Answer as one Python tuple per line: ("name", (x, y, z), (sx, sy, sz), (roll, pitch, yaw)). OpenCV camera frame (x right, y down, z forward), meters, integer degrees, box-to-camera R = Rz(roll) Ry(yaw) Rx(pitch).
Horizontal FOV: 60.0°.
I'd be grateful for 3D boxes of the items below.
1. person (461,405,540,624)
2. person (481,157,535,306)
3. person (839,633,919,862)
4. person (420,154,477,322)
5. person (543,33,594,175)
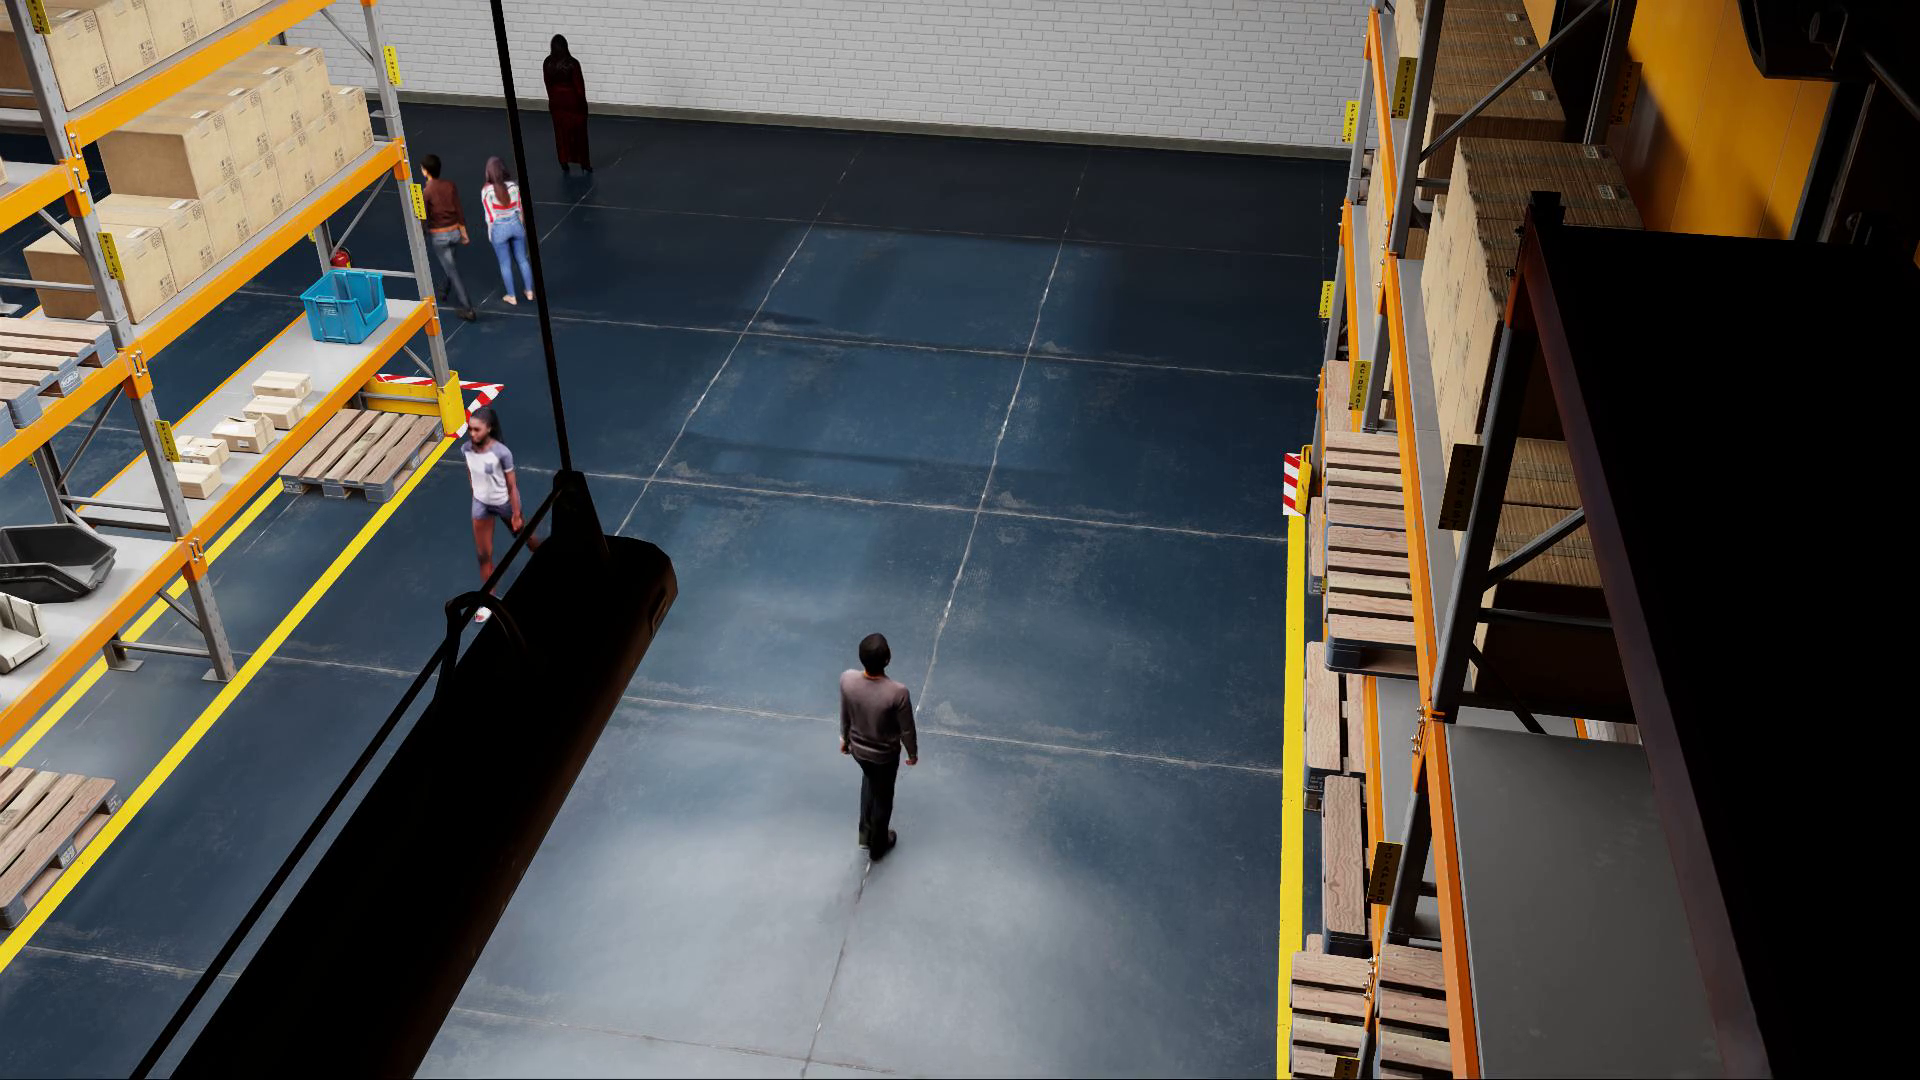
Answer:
("person", (-3.584, -0.286, 13.094), (0.711, 1.677, 1.205), (9, 35, 14))
("person", (-4.817, -3.295, 17.681), (0.656, 1.611, 0.716), (-21, 39, -28))
("person", (-0.578, 1.368, 10.534), (0.711, 1.756, 0.738), (6, 34, 9))
("person", (-5.290, -3.104, 17.277), (1.014, 1.740, 1.099), (23, 40, 30))
("person", (-4.907, -5.448, 20.786), (0.648, 1.759, 0.577), (5, 34, 7))
